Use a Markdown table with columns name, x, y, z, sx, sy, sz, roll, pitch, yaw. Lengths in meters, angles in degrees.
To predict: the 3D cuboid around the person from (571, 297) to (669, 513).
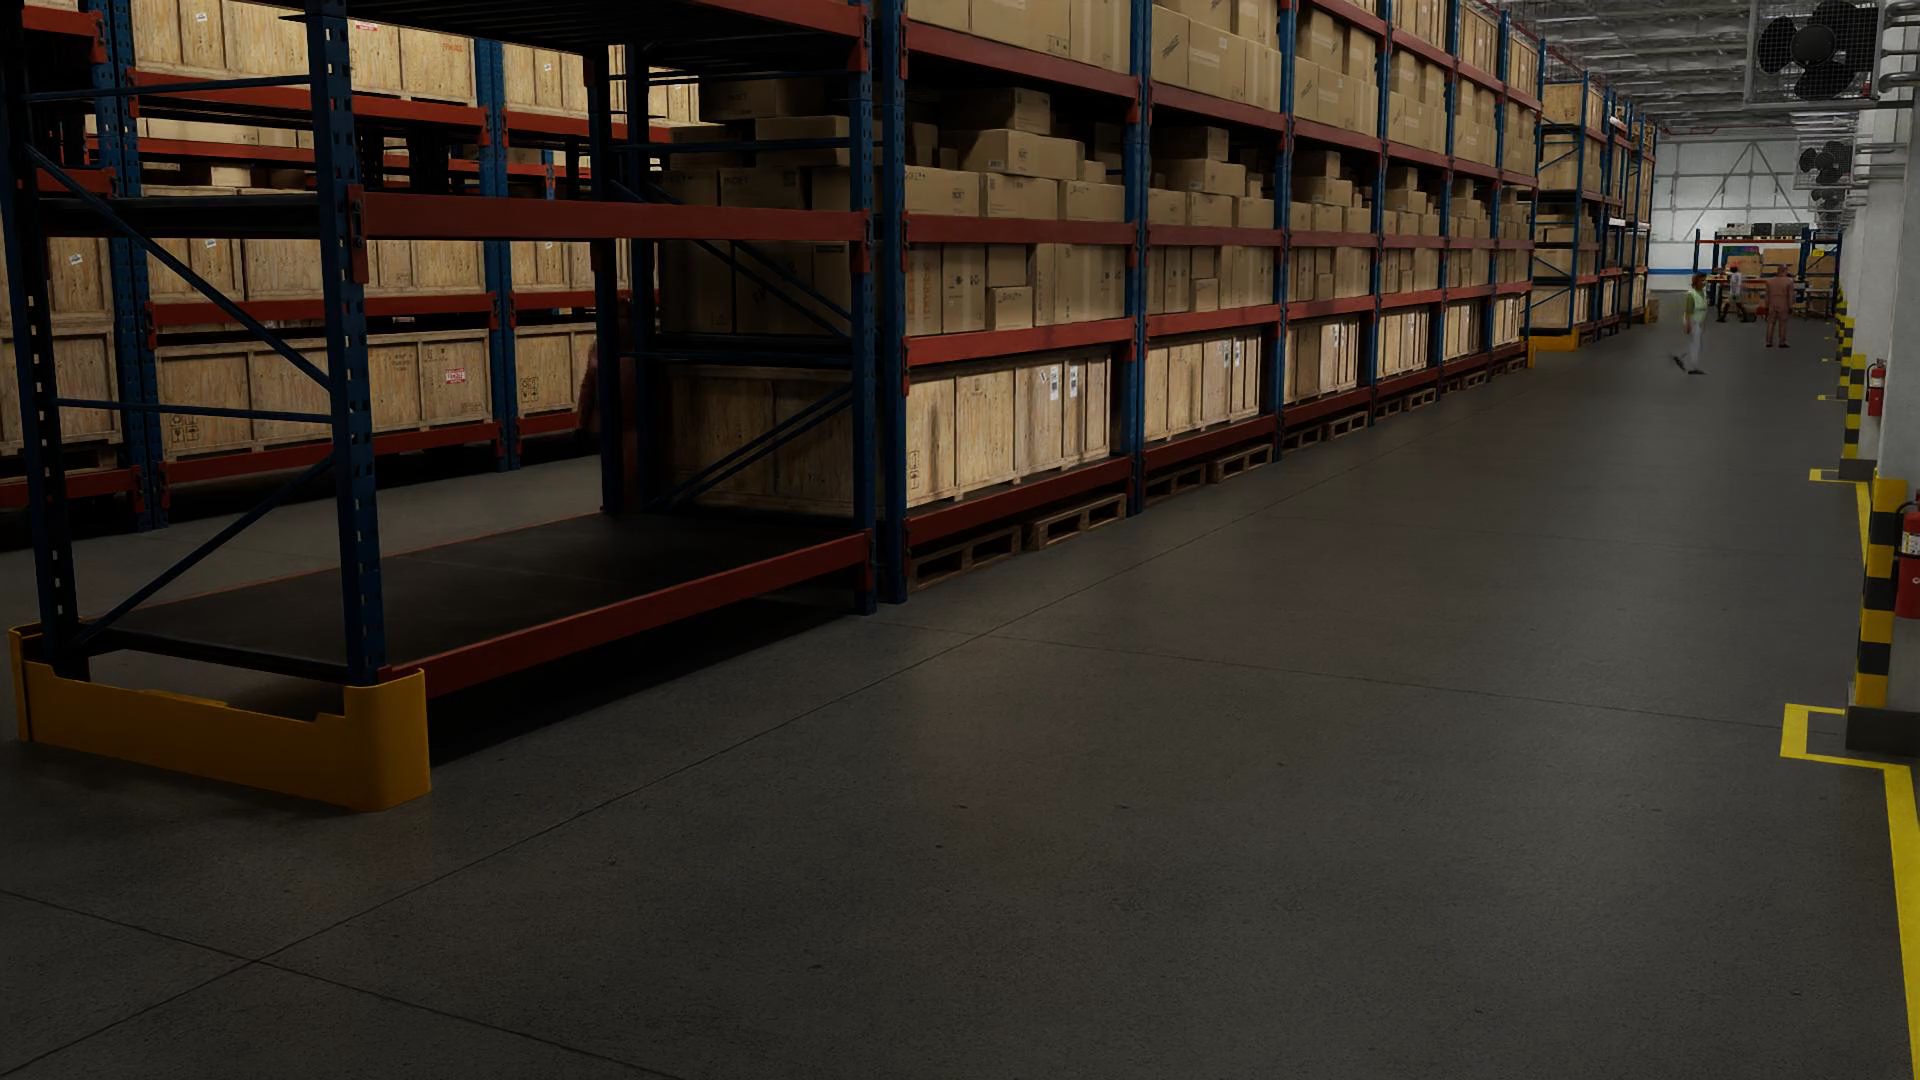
| name | x | y | z | sx | sy | sz | roll | pitch | yaw |
| --- | --- | --- | --- | --- | --- | --- | --- | --- | --- |
| person | -2.444 | -0.793 | 11.908 | 0.647 | 1.856 | 0.994 | 5 | 11 | 27 |

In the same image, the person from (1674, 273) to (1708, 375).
| name | x | y | z | sx | sy | sz | roll | pitch | yaw |
| --- | --- | --- | --- | --- | --- | --- | --- | --- | --- |
| person | 13.208 | -3.895 | 29.940 | 0.583 | 1.826 | 0.529 | -9 | 13 | -43 |

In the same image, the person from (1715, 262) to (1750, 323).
| name | x | y | z | sx | sy | sz | roll | pitch | yaw |
| --- | --- | --- | --- | --- | --- | --- | --- | --- | --- |
| person | 24.249 | -7.725 | 51.953 | 0.558 | 1.896 | 0.991 | -9 | 13 | -41 |

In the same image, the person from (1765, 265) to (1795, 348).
| name | x | y | z | sx | sy | sz | roll | pitch | yaw |
| --- | --- | --- | --- | --- | --- | --- | --- | --- | --- |
| person | 18.928 | -5.394 | 38.400 | 0.401 | 1.904 | 0.648 | -8 | 13 | -38 |
